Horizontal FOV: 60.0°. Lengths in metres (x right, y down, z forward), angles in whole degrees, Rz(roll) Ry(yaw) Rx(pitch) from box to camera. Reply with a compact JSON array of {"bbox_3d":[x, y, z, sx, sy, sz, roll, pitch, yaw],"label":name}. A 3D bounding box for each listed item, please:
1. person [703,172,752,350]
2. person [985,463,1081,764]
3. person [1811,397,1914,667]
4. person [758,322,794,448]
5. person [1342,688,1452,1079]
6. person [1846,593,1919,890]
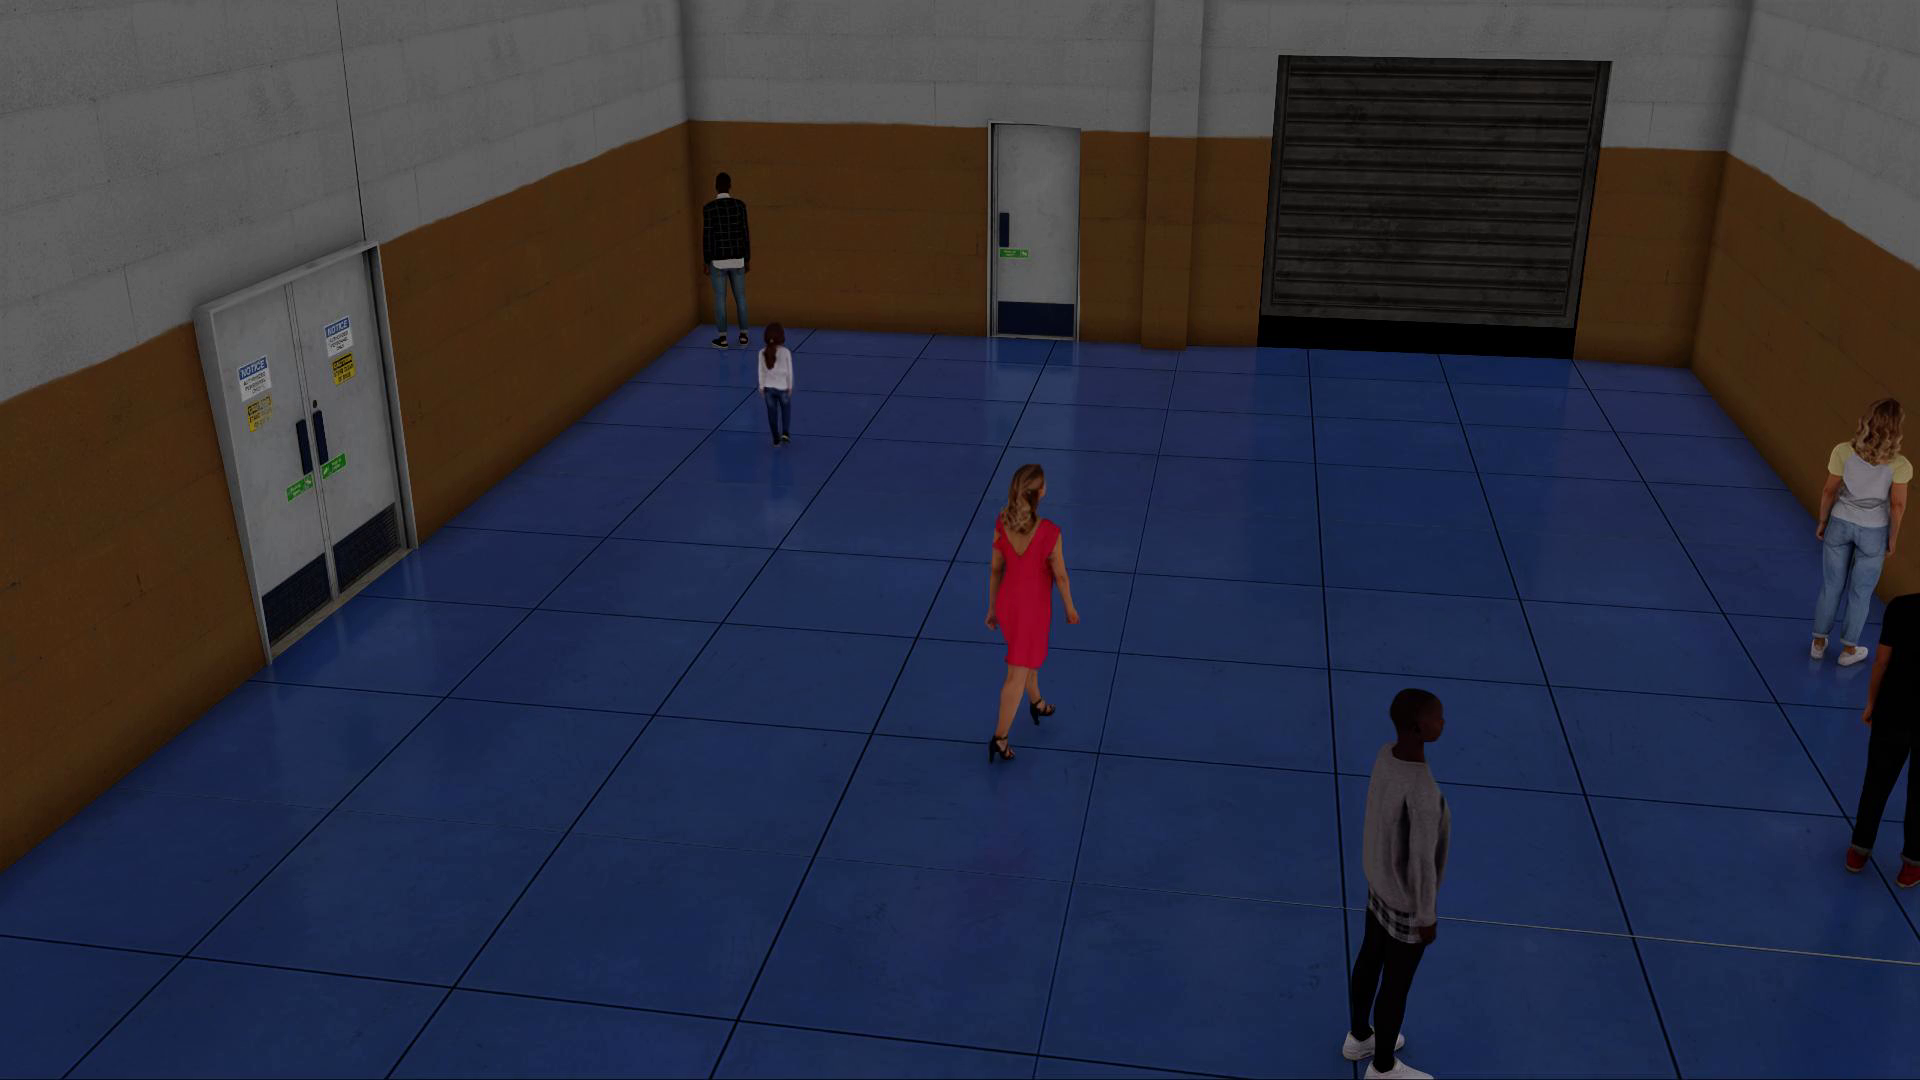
[{"bbox_3d":[-2.435,-2.927,17.394,0.703,1.821,0.810,-10,24,-23],"label":"person"},{"bbox_3d":[0.293,0.435,9.188,0.954,1.701,0.925,19,29,39],"label":"person"},{"bbox_3d":[5.588,-0.053,10.353,0.659,1.722,0.770,19,29,39],"label":"person"},{"bbox_3d":[-1.593,-1.334,14.392,0.500,1.104,0.567,-2,22,-6],"label":"person"},{"bbox_3d":[1.752,1.398,6.698,0.644,1.771,0.677,-3,22,-8],"label":"person"},{"bbox_3d":[4.654,0.850,8.081,0.654,1.757,0.767,18,28,37],"label":"person"}]
